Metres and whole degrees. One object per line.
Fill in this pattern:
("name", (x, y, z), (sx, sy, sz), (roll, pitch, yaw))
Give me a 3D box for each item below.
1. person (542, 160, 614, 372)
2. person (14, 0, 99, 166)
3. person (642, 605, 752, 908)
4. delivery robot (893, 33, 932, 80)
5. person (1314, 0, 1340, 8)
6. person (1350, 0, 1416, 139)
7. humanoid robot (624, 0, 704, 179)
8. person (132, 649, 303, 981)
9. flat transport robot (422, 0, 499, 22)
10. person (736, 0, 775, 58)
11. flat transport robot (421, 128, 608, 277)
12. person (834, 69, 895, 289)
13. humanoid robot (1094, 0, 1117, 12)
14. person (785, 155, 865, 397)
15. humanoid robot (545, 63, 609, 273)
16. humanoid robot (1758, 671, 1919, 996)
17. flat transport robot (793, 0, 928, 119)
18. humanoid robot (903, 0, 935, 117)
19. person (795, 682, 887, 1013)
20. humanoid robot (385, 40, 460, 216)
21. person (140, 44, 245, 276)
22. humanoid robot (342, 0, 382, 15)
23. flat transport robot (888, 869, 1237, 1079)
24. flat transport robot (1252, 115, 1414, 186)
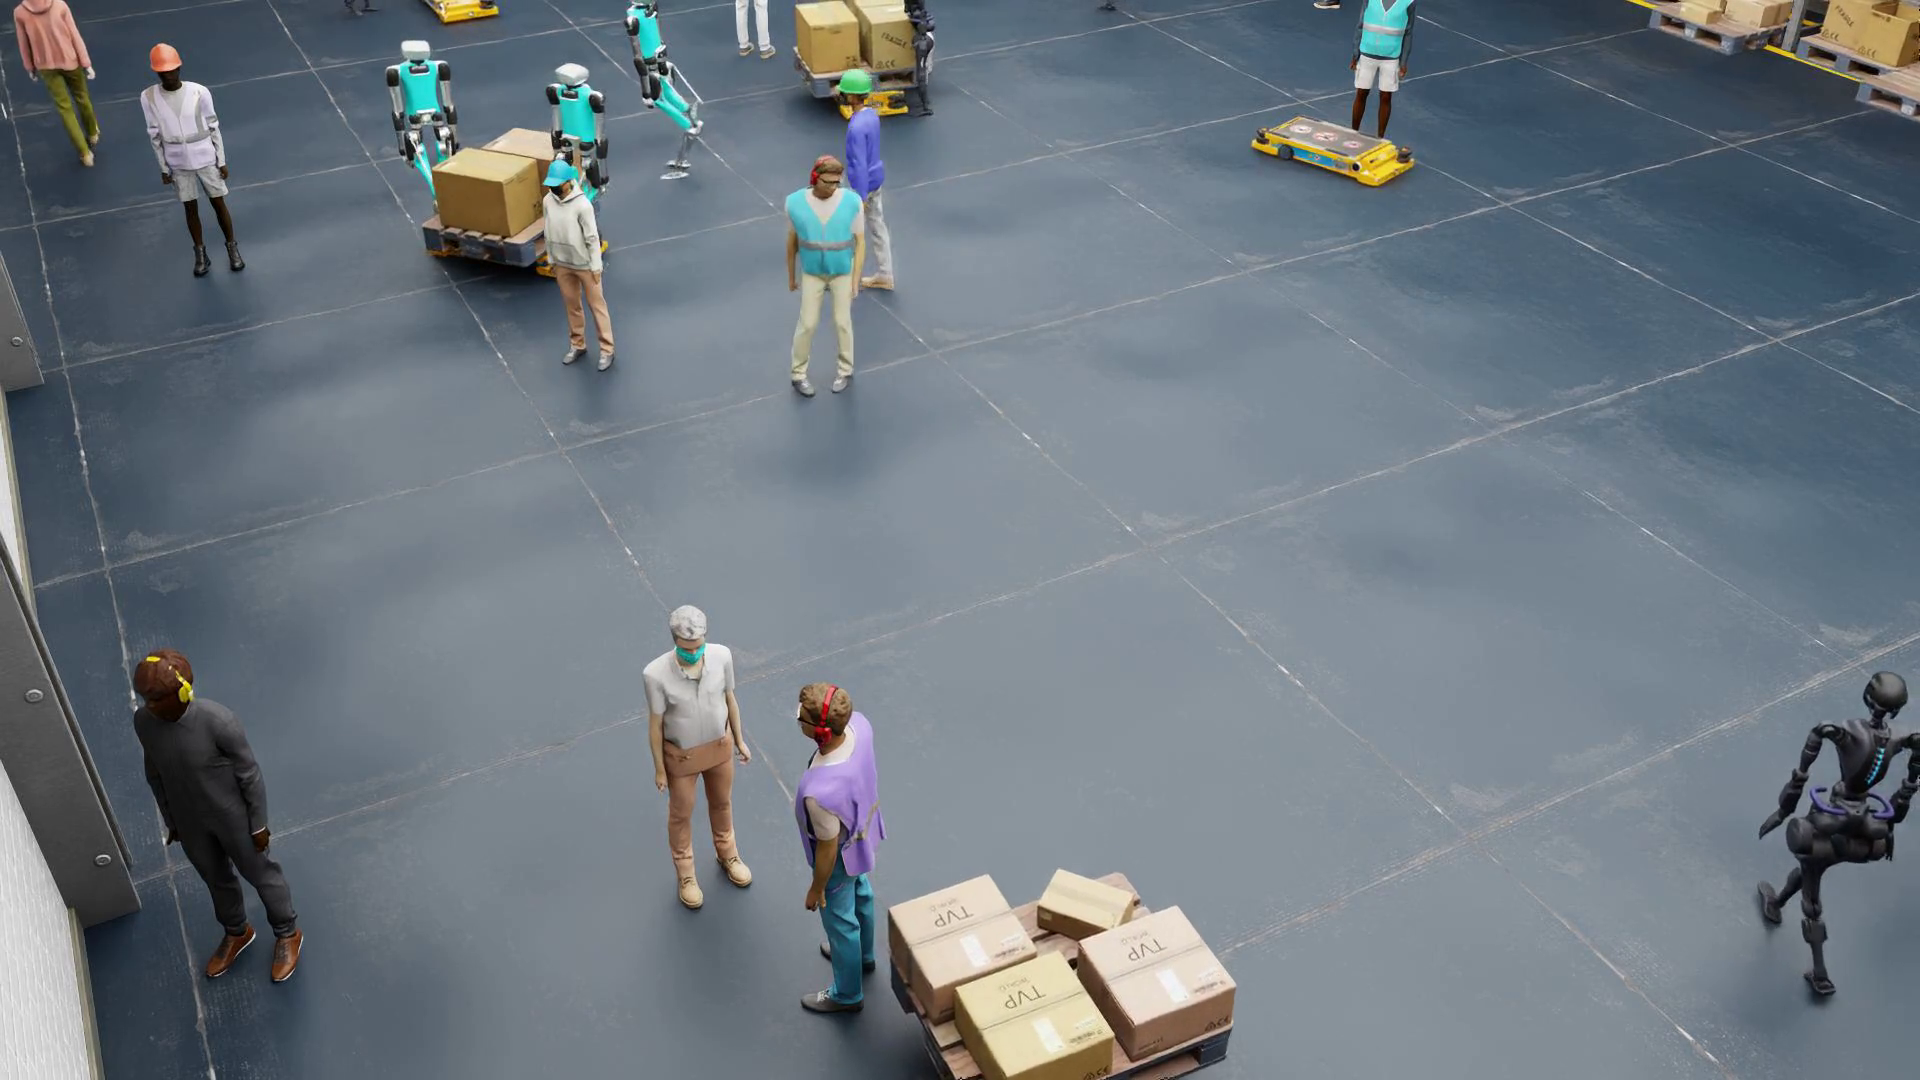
("person", (-2.879, -2.043, 12.414), (0.469, 1.669, 0.391), (13, 37, 17))
("person", (-8.628, -4.563, 15.892), (0.566, 1.799, 0.916), (-17, 39, -23))
("person", (-1.249, 1.017, 7.983), (0.482, 1.738, 0.320), (-19, 39, -25))
("delivery robot", (-0.551, -5.186, 17.879), (0.499, 0.603, 0.803), (9, 36, 13))
("person", (4.480, -7.325, 19.696), (0.361, 1.964, 0.612), (5, 35, 7))
("person", (4.027, -4.656, 15.908), (0.551, 1.941, 0.418), (12, 37, 16))
("humanoid robot", (-2.668, -4.228, 15.435), (0.693, 1.747, 0.542), (9, 36, 13))
("person", (-3.373, 1.253, 7.527), (0.504, 1.873, 0.341), (4, 35, 5))
("flat transport robot", (-6.121, -6.585, 20.117), (0.659, 0.231, 1.431), (-18, 39, -24))
("person", (-2.303, -6.243, 18.229), (0.573, 1.880, 0.361), (10, 36, 14))
("flat transport robot", (-3.841, -2.580, 14.399), (1.431, 0.231, 0.659), (12, 37, 17))
("person", (-0.896, -2.913, 13.496), (0.793, 1.846, 0.495), (10, 36, 14))
("humanoid robot", (1.713, -7.064, 19.567), (0.346, 1.646, 0.611), (17, 39, 23))
("person", (-0.980, -1.932, 12.124), (0.586, 1.819, 0.479), (-3, 35, -5))
("humanoid robot", (-3.195, -2.956, 13.650), (0.532, 1.786, 0.644), (15, 38, 20))
("humanoid robot", (4.051, 1.325, 7.658), (0.584, 1.641, 0.729), (4, 35, 6))
("flat transport robot", (-1.054, -4.792, 17.557), (0.659, 0.231, 1.431), (-10, 36, -14))
("humanoid robot", (-0.438, -5.152, 16.847), (0.326, 1.647, 0.609), (-12, 37, -16))
("person", (-0.532, 1.372, 7.380), (0.391, 1.849, 0.563), (8, 36, 11))
("humanoid robot", (-4.441, -3.263, 14.097), (0.545, 1.786, 0.776), (-16, 38, -22))
("person", (-6.344, -3.135, 13.736), (0.544, 1.942, 0.351), (-11, 37, -16))
("humanoid robot", (-7.136, -6.962, 19.437), (0.438, 1.645, 0.606), (-5, 35, -7))
("flat transport robot", (0.433, 2.243, 7.513), (0.659, 0.231, 1.431), (-15, 38, -20))
("flat transport robot", (3.610, -3.789, 16.126), (1.431, 0.231, 0.659), (28, 44, 34))
